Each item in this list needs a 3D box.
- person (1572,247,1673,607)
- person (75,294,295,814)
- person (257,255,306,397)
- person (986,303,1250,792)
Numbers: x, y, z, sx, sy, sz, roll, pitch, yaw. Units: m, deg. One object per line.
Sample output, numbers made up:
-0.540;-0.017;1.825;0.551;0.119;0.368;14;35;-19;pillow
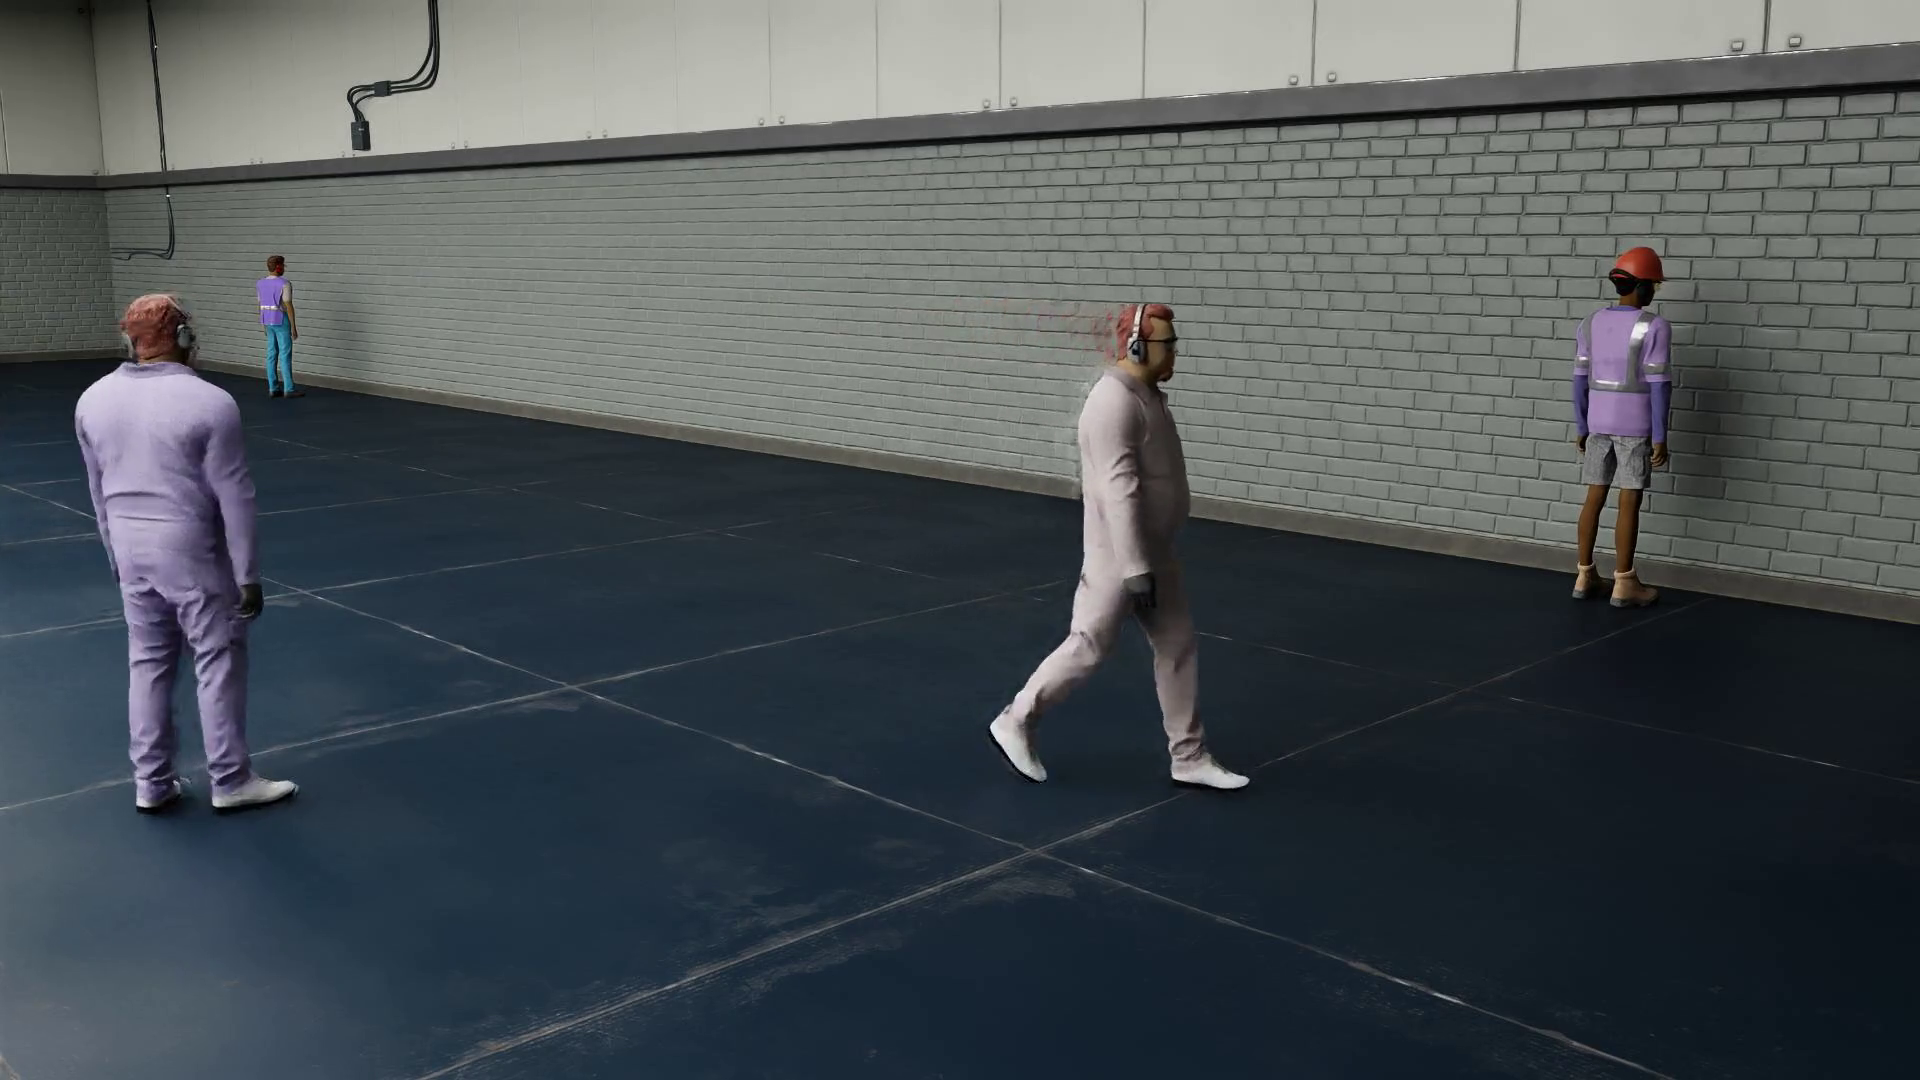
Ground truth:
3.831;-0.653;9.583;0.390;2.040;0.614;-6;12;-29;person
-2.831;0.070;6.045;0.699;1.895;0.429;3;11;14;person
-8.951;-2.798;21.825;0.565;1.842;0.388;5;11;23;person
0.595;0.031;6.345;0.969;1.871;0.634;5;11;24;person
